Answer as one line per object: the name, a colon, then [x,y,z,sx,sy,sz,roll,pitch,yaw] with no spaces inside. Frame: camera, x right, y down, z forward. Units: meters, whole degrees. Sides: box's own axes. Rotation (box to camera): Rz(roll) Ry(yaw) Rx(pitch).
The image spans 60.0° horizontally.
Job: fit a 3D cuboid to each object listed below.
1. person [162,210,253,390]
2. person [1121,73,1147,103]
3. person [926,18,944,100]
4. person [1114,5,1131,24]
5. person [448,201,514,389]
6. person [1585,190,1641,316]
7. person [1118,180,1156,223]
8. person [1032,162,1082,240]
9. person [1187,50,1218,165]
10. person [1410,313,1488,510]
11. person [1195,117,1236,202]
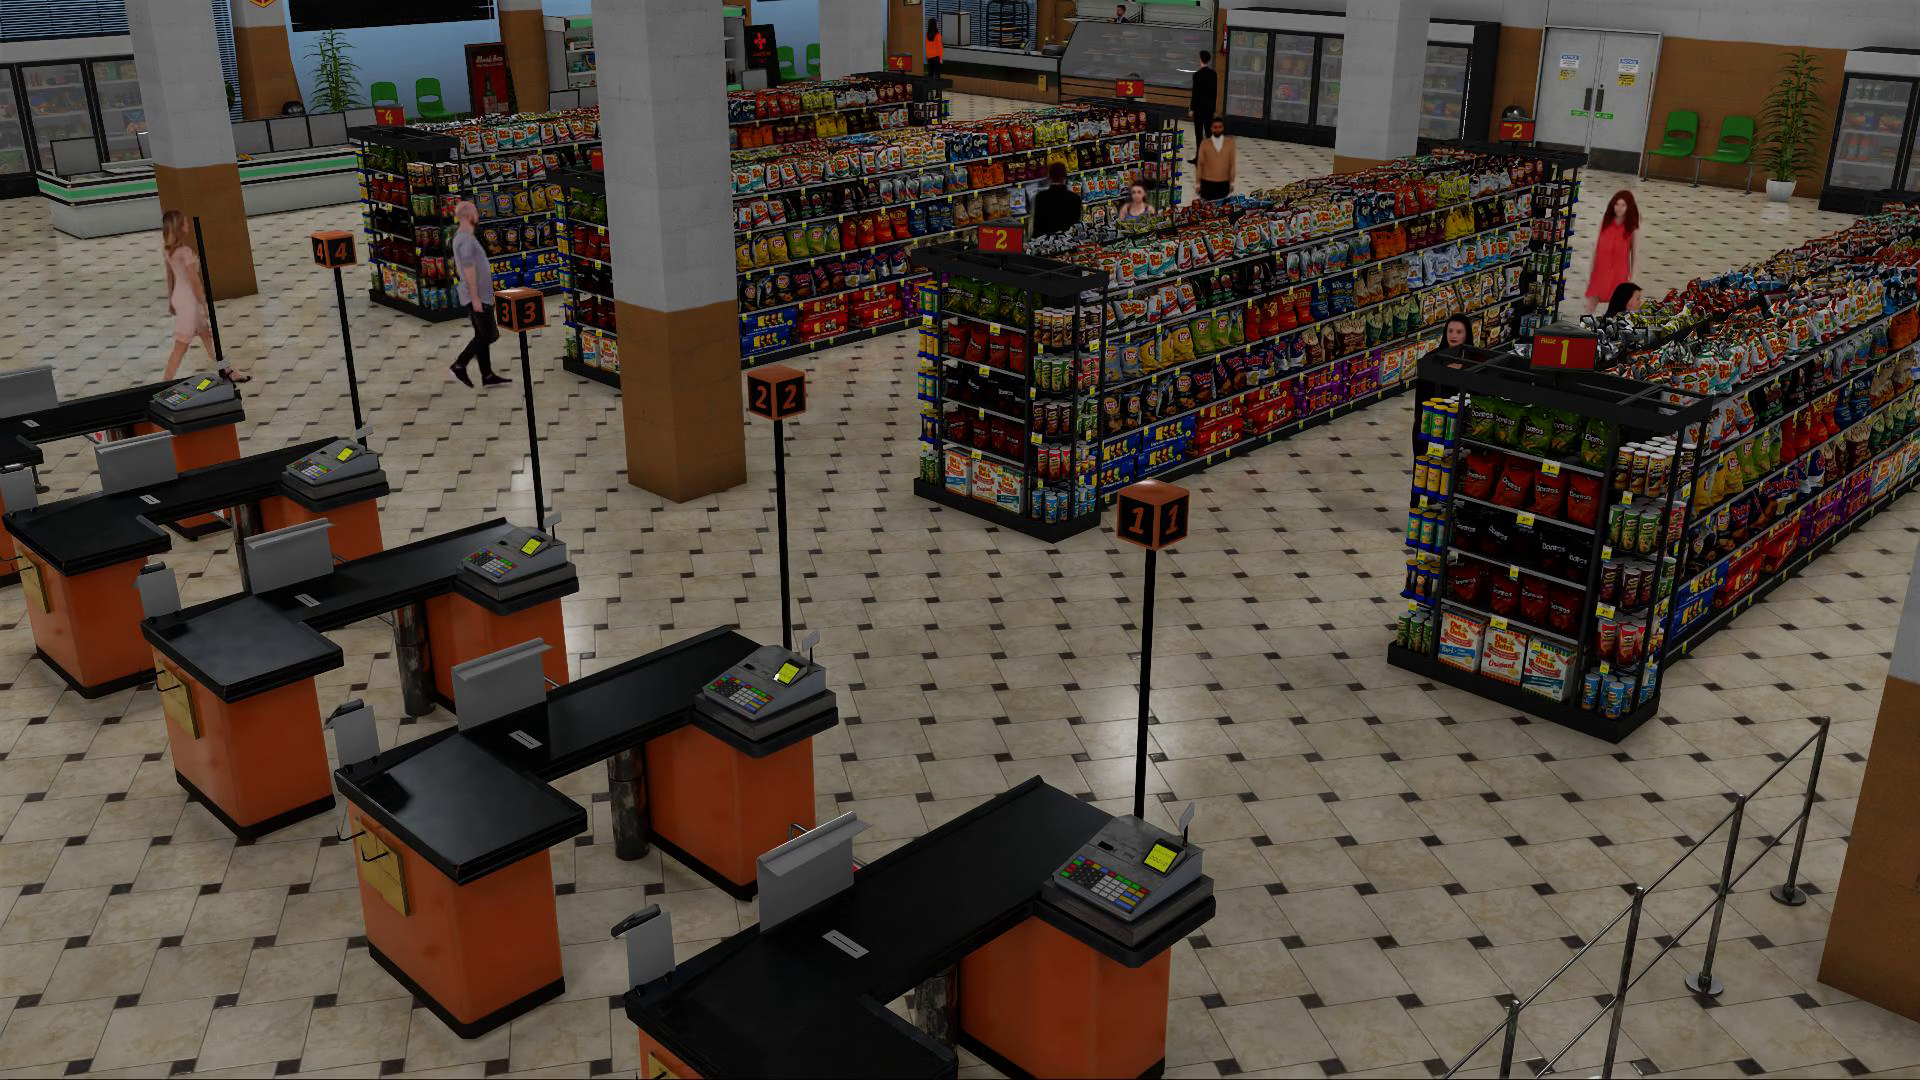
person: [-7.270,-2.113,15.468,0.618,1.773,1.127,19,29,39]
person: [2.819,-6.758,27.141,0.672,1.688,0.649,9,24,22]
person: [-0.565,-10.570,36.547,0.537,1.749,0.609,-20,29,-40]
person: [3.715,-11.417,38.497,0.573,1.868,0.623,-19,29,-39]
person: [-4.695,-2.307,15.879,0.978,1.827,0.887,-7,23,-17]
person: [6.518,-2.595,16.614,0.662,1.813,0.646,15,26,32]
person: [1.933,-3.176,18.388,0.920,1.569,1.104,4,22,10]
person: [1.012,-2.986,17.490,0.979,1.884,1.043,0,22,0]
person: [4.173,-7.410,28.493,0.606,1.890,0.806,-13,25,-30]
person: [3.594,-0.811,12.250,0.758,1.757,0.751,8,23,20]
person: [3.357,-4.686,21.920,0.920,1.737,0.987,2,22,4]
